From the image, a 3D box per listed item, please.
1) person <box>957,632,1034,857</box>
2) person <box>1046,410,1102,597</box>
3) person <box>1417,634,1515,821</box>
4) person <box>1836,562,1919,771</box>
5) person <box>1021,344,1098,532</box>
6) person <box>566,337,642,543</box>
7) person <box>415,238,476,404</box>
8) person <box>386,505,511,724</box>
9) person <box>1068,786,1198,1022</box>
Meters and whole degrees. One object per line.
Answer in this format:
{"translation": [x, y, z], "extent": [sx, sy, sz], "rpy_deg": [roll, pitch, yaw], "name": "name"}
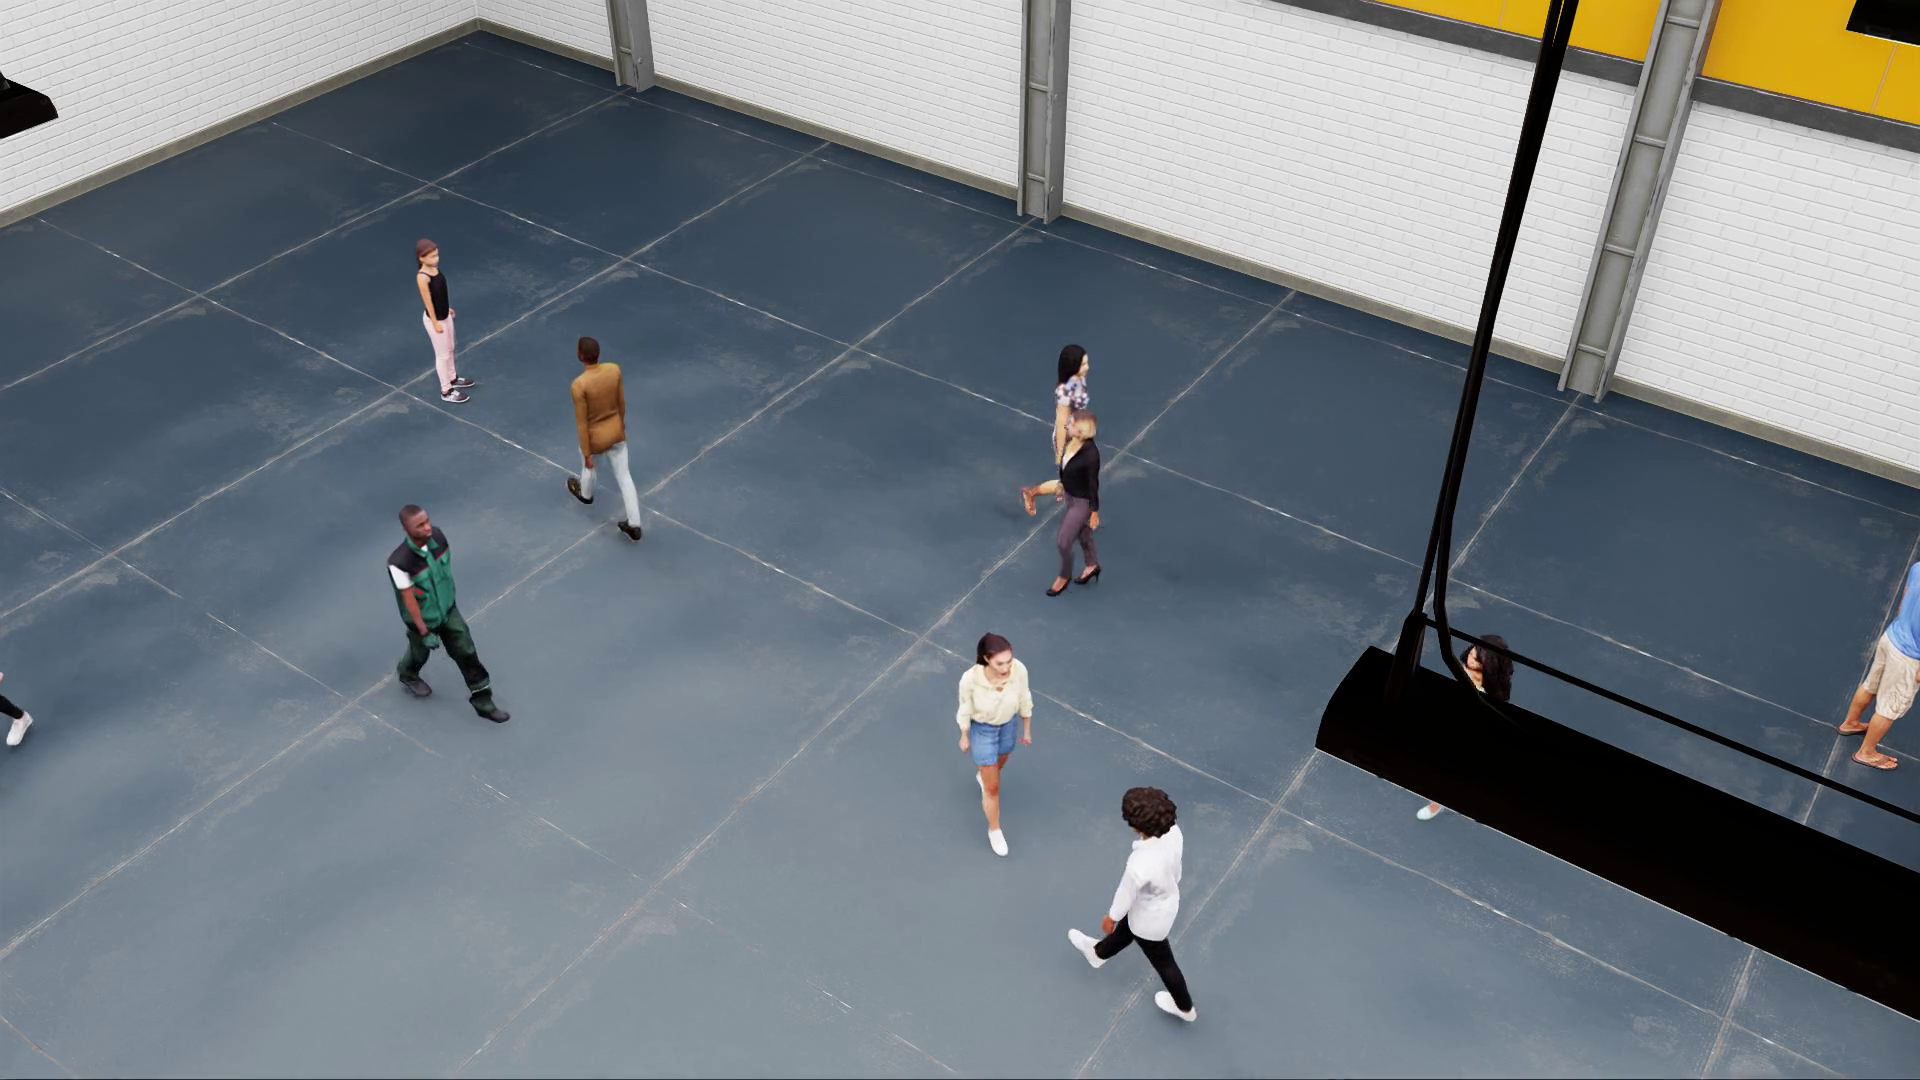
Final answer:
{"translation": [0.209, 1.209, 10.858], "extent": [0.965, 1.609, 1.077], "rpy_deg": [-13, 40, -15], "name": "person"}
{"translation": [1.001, -0.289, 12.699], "extent": [0.860, 1.653, 0.802], "rpy_deg": [-10, 40, -12], "name": "person"}
{"translation": [3.371, 1.213, 10.854], "extent": [0.936, 1.608, 0.894], "rpy_deg": [-9, 39, -11], "name": "person"}
{"translation": [6.416, 0.727, 11.257], "extent": [0.737, 1.863, 0.730], "rpy_deg": [2, 39, 2], "name": "person"}
{"translation": [0.819, -0.811, 13.297], "extent": [0.931, 1.721, 0.702], "rpy_deg": [15, 41, 17], "name": "person"}
{"translation": [-2.769, -0.765, 13.195], "extent": [0.851, 1.776, 1.221], "rpy_deg": [-29, 47, -32], "name": "person"}
{"translation": [-4.672, -1.984, 14.892], "extent": [0.660, 1.564, 0.625], "rpy_deg": [1, 39, 1], "name": "person"}
{"translation": [-3.758, 0.507, 11.588], "extent": [1.232, 1.795, 0.737], "rpy_deg": [20, 43, 23], "name": "person"}
{"translation": [1.169, 2.158, 9.553], "extent": [1.131, 1.755, 0.672], "rpy_deg": [23, 44, 26], "name": "person"}
